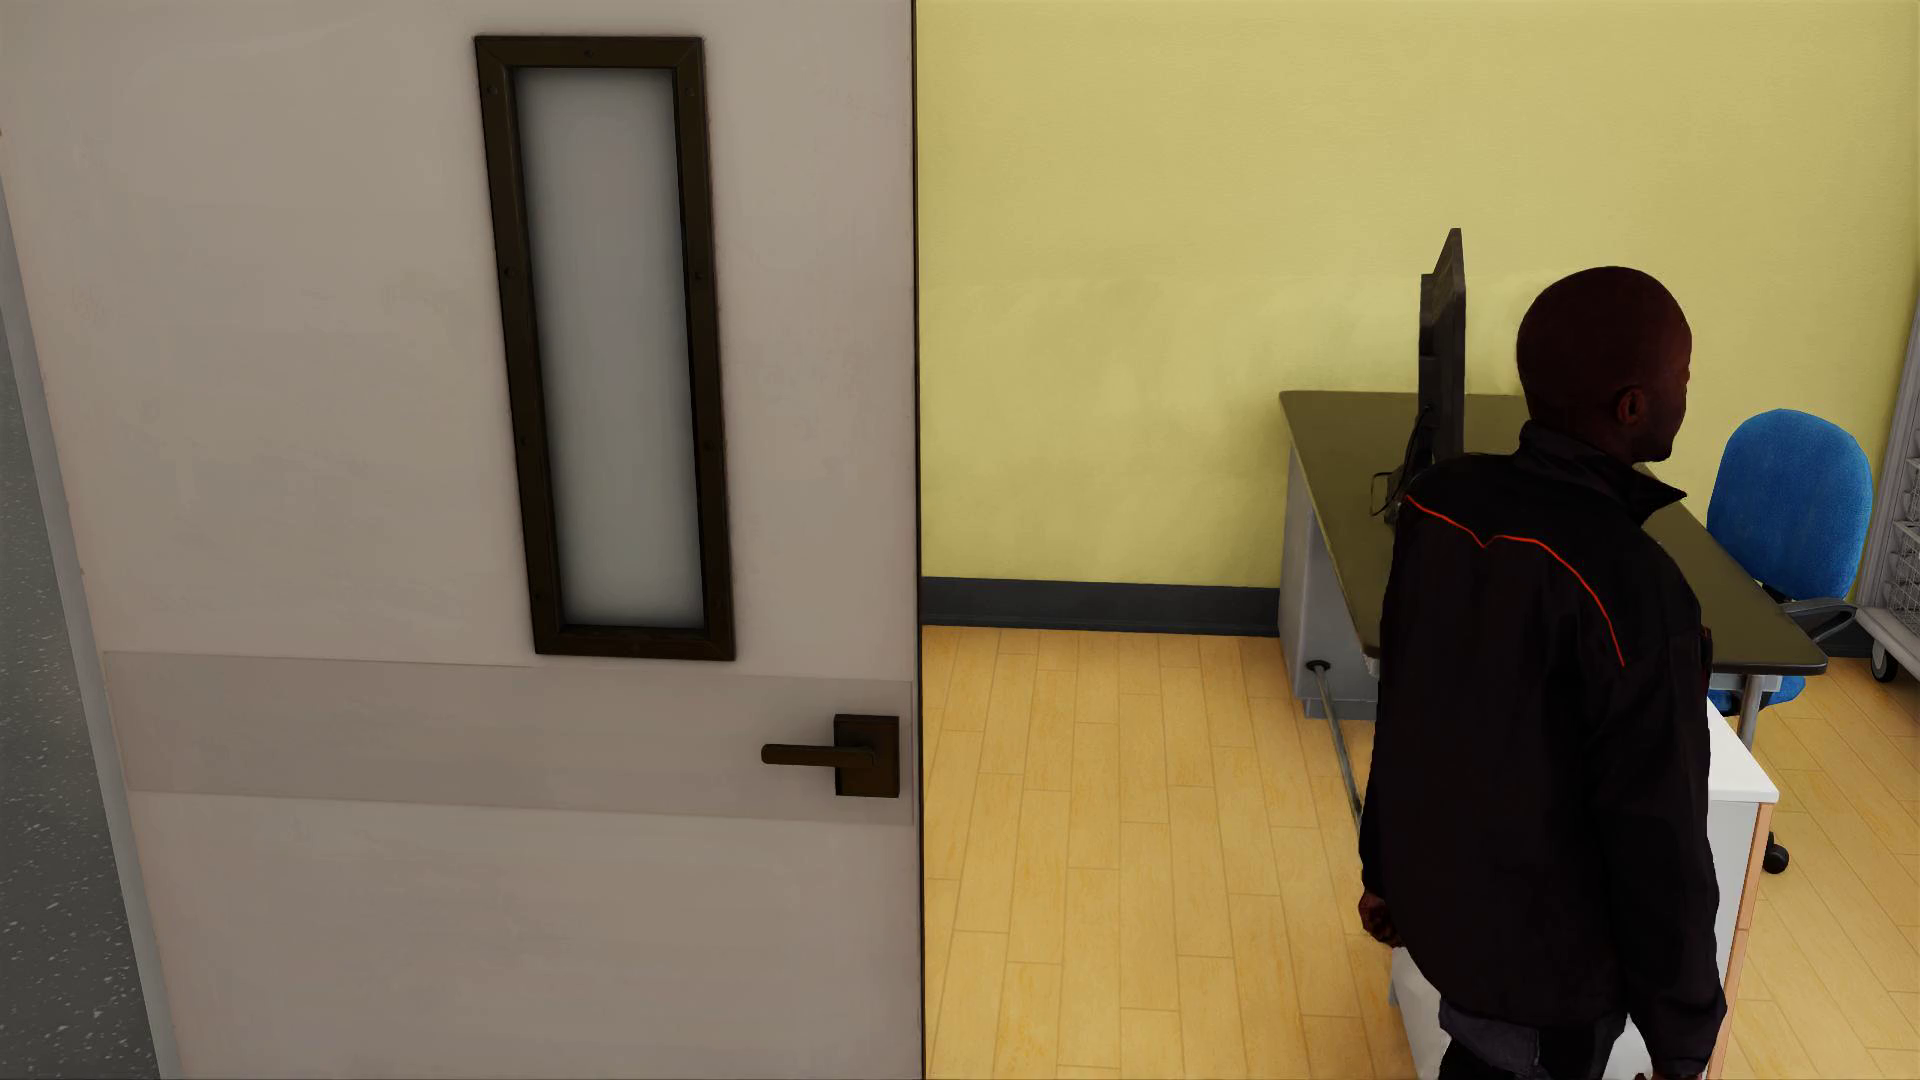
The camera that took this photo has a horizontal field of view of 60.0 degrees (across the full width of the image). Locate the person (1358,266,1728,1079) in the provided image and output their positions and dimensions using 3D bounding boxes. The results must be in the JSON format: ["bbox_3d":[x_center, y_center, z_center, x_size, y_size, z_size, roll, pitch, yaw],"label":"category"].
[{"bbox_3d":[0.672,0.536,2.250,0.913,1.811,0.790,-7,22,-18],"label":"person"}]
